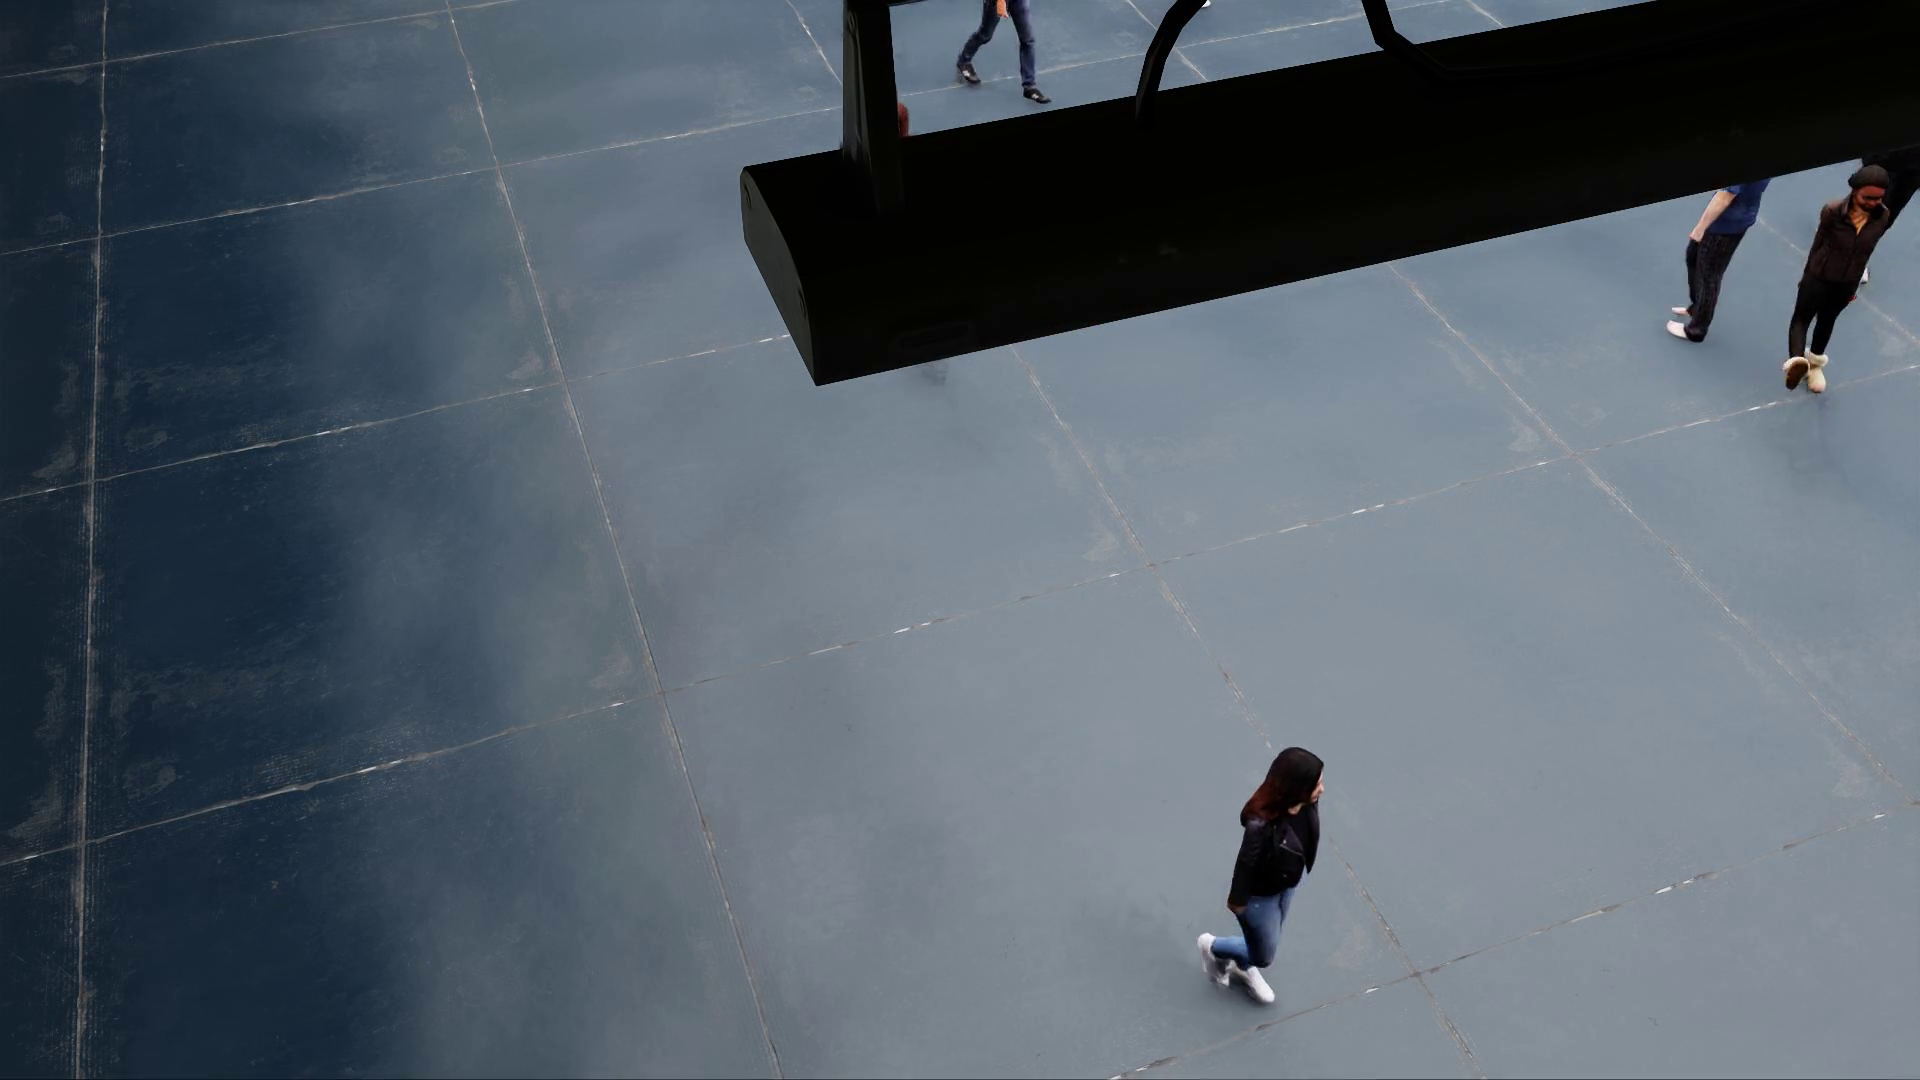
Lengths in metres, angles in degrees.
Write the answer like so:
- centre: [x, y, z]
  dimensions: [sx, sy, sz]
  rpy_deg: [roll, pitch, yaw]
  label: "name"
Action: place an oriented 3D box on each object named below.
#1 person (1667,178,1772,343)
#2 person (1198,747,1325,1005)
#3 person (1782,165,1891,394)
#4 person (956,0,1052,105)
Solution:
- centre: [5.174, -2.092, 11.028]
  dimensions: [0.787, 1.862, 0.782]
  rpy_deg: [33, 52, 30]
  label: "person"
- centre: [1.304, 1.470, 7.391]
  dimensions: [0.771, 1.618, 0.794]
  rpy_deg: [-33, 52, -30]
  label: "person"
- centre: [5.623, -1.590, 10.643]
  dimensions: [0.966, 1.654, 0.833]
  rpy_deg: [-11, 44, -12]
  label: "person"
- centre: [0.287, -4.511, 13.643]
  dimensions: [1.284, 1.829, 0.986]
  rpy_deg: [34, 53, 31]
  label: "person"
